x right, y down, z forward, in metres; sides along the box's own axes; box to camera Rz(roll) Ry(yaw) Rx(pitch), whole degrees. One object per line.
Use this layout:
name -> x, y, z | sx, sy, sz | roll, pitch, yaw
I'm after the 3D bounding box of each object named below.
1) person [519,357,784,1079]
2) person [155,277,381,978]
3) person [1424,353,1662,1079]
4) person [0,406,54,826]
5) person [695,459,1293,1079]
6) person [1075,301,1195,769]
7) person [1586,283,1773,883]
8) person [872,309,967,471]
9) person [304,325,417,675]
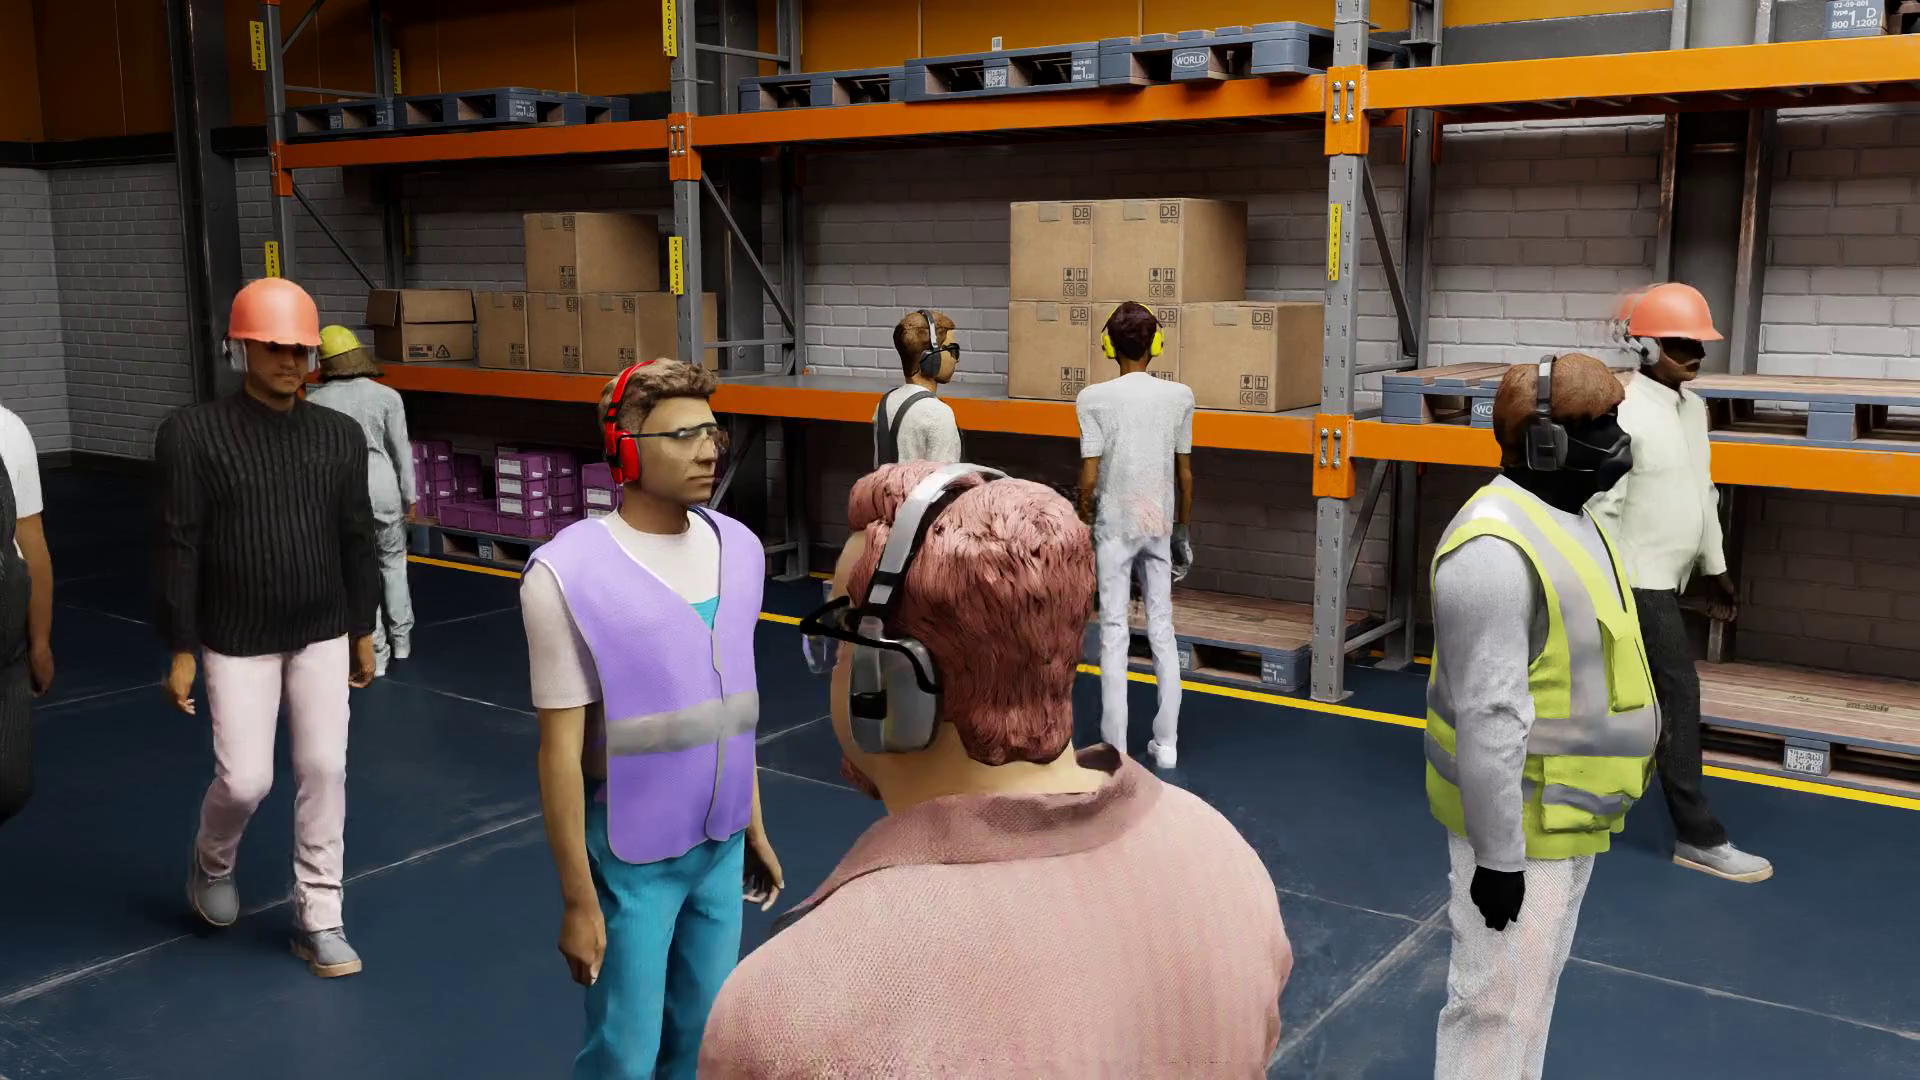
person -> -0.563, 0.584, 3.127 | 0.389, 1.850, 0.566 | 6, 11, 30
person -> -1.970, 0.248, 4.746 | 0.606, 1.979, 0.639 | 9, 13, 43
person -> 1.156, 0.554, 3.332 | 0.429, 1.844, 0.625 | 6, 11, 32
person -> -2.856, 0.252, 4.540 | 0.765, 2.000, 0.692 | 8, 12, 40
person -> -0.011, 0.852, 1.501 | 0.670, 1.853, 1.012 | -9, 13, -43
person -> 0.676, -0.003, 6.584 | 0.518, 1.865, 0.323 | -3, 10, -16
person -> 2.315, 0.103, 5.687 | 0.996, 1.958, 0.605 | 9, 13, 43
person -> -0.130, 0.082, 6.130 | 0.345, 1.847, 0.504 | -6, 11, -32
person -> -2.970, -0.206, 8.256 | 0.513, 1.701, 0.642 | -3, 10, -18
